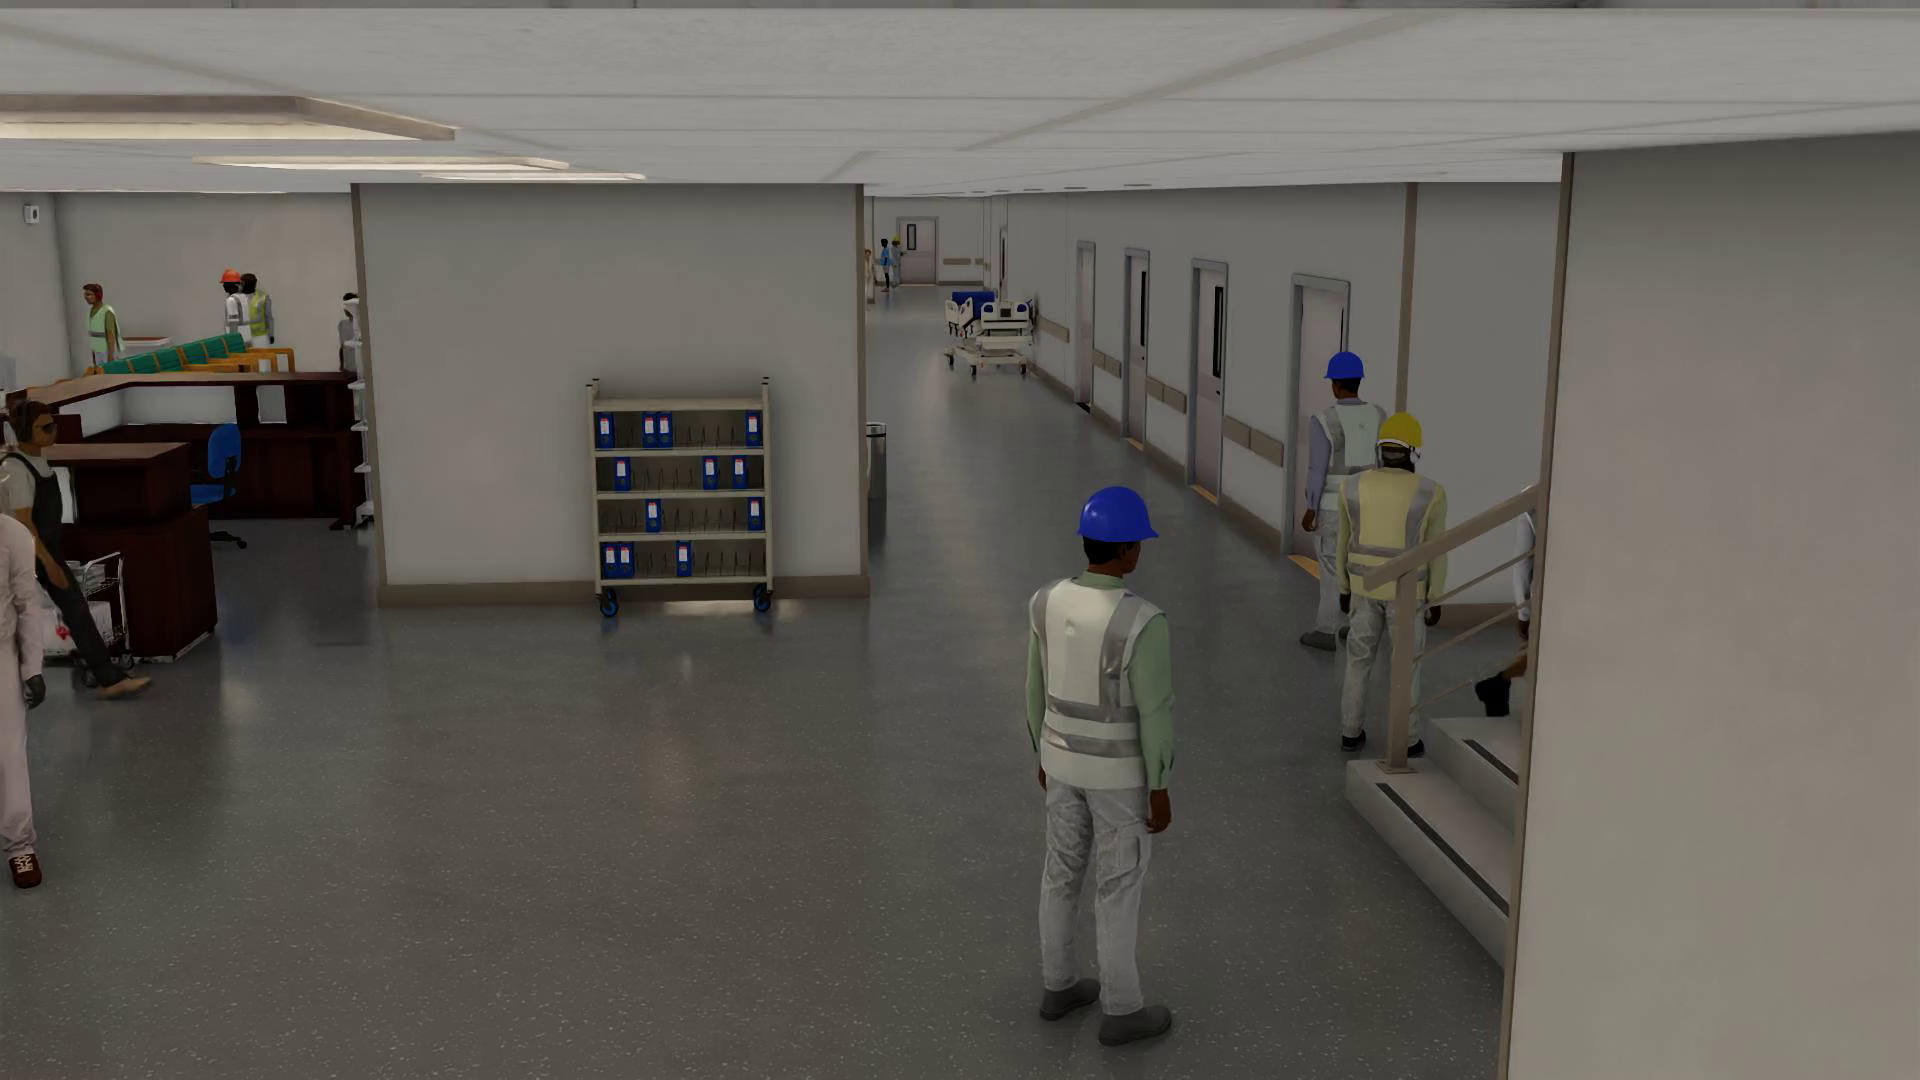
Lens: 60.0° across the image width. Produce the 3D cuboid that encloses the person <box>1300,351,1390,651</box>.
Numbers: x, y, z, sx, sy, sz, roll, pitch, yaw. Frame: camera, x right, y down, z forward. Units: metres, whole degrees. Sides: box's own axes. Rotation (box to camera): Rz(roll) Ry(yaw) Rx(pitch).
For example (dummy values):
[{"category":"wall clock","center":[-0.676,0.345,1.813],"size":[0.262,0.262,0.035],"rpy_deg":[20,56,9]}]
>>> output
[{"category":"person","center":[2.489,-0.247,10.804],"size":[0.605,1.946,0.399],"rpy_deg":[-5,13,-25]}]

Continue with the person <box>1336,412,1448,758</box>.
[{"category":"person","center":[2.257,0.244,8.721],"size":[0.590,1.823,0.405],"rpy_deg":[7,14,32]}]

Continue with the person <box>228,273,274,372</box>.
[{"category":"person","center":[-10.721,-3.112,25.110],"size":[0.674,1.826,0.432],"rpy_deg":[-3,12,-14]}]

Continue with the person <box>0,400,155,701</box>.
[{"category":"person","center":[-5.269,0.099,9.511],"size":[1.014,1.796,0.513],"rpy_deg":[-1,12,-6]}]

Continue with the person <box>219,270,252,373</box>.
[{"category":"person","center":[-10.204,-2.833,23.460],"size":[0.360,1.938,0.546],"rpy_deg":[-1,12,-4]}]

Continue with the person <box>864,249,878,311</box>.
[{"category":"person","center":[-2.458,-6.862,43.902],"size":[0.538,1.614,0.541],"rpy_deg":[-9,14,-36]}]

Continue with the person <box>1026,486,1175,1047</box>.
[{"category":"person","center":[0.498,0.777,5.792],"size":[0.405,1.946,0.610],"rpy_deg":[-11,16,-42]}]

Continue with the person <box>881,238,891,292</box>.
[{"category":"person","center":[-2.376,-8.766,53.052],"size":[0.320,1.693,0.531],"rpy_deg":[0,12,0]}]

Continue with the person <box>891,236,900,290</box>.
[{"category":"person","center":[-2.078,-8.959,53.881],"size":[0.354,1.737,0.514],"rpy_deg":[2,12,9]}]

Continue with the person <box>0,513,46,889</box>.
[{"category":"person","center":[-4.184,0.558,6.966],"size":[0.639,1.909,0.409],"rpy_deg":[-6,13,-26]}]

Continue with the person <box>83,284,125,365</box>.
[{"category":"person","center":[-11.190,-2.436,21.790],"size":[0.559,1.836,0.399],"rpy_deg":[9,14,36]}]
